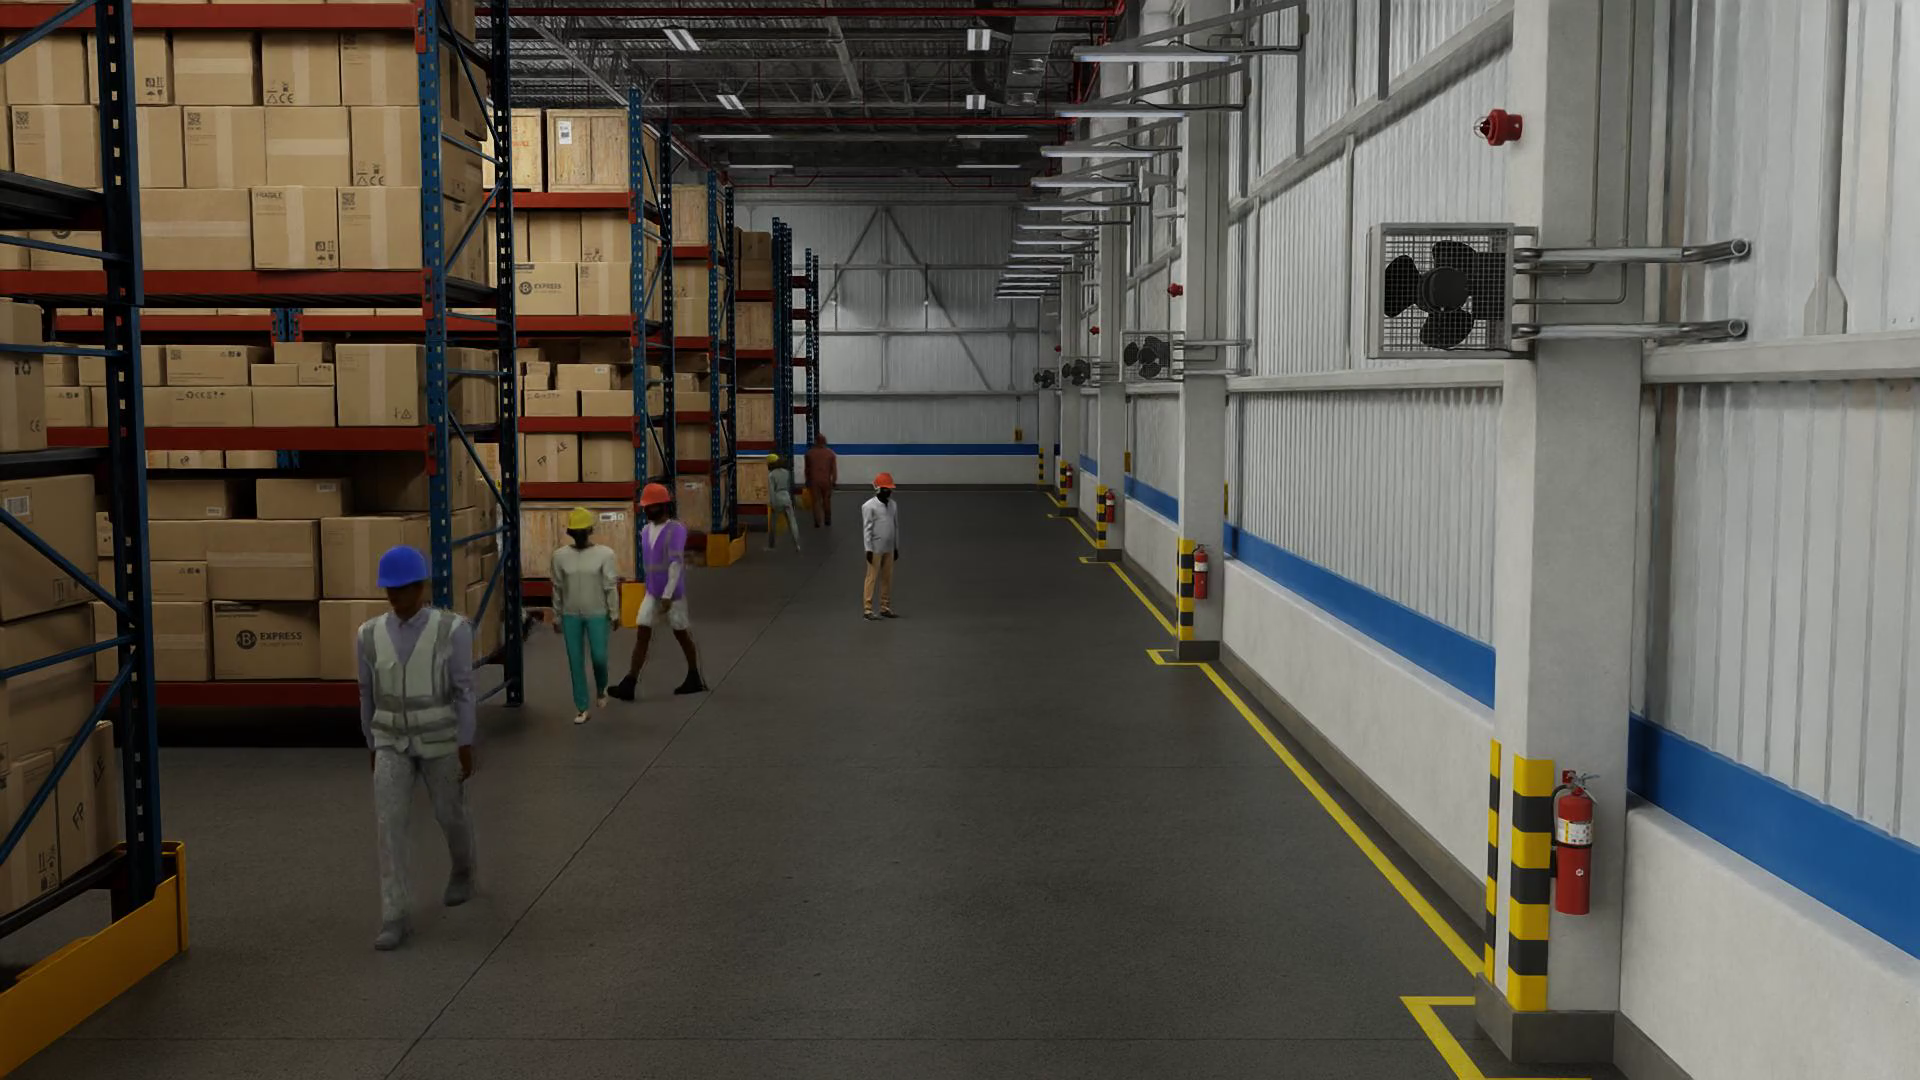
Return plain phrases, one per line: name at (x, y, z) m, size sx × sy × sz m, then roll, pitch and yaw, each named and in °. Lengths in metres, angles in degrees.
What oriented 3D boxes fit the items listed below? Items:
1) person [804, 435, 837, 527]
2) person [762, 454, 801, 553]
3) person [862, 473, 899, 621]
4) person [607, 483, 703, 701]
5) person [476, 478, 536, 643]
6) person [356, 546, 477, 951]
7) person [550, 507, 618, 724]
person at (-2.822, -1.192, 33.727) m, size 0.654 × 1.849 × 1.030 m, roll 0°, pitch 5°, yaw -3°
person at (-3.012, -0.618, 27.978) m, size 0.476 × 1.690 × 0.880 m, roll -4°, pitch 7°, yaw -41°
person at (-0.907, 0.077, 19.577) m, size 0.350 × 1.742 × 0.570 m, roll 4°, pitch 6°, yaw 41°
person at (-2.611, 0.451, 14.437) m, size 0.545 × 1.881 × 0.993 m, roll 3°, pitch 6°, yaw 34°
person at (-4.810, 0.248, 17.278) m, size 0.735 × 1.800 × 0.612 m, roll -2°, pitch 5°, yaw -25°
person at (-2.661, 0.966, 8.242) m, size 0.602 × 1.919 × 0.928 m, roll 0°, pitch 5°, yaw 0°
person at (-3.031, 0.594, 13.439) m, size 0.543 × 1.749 × 0.465 m, roll 0°, pitch 5°, yaw -3°
